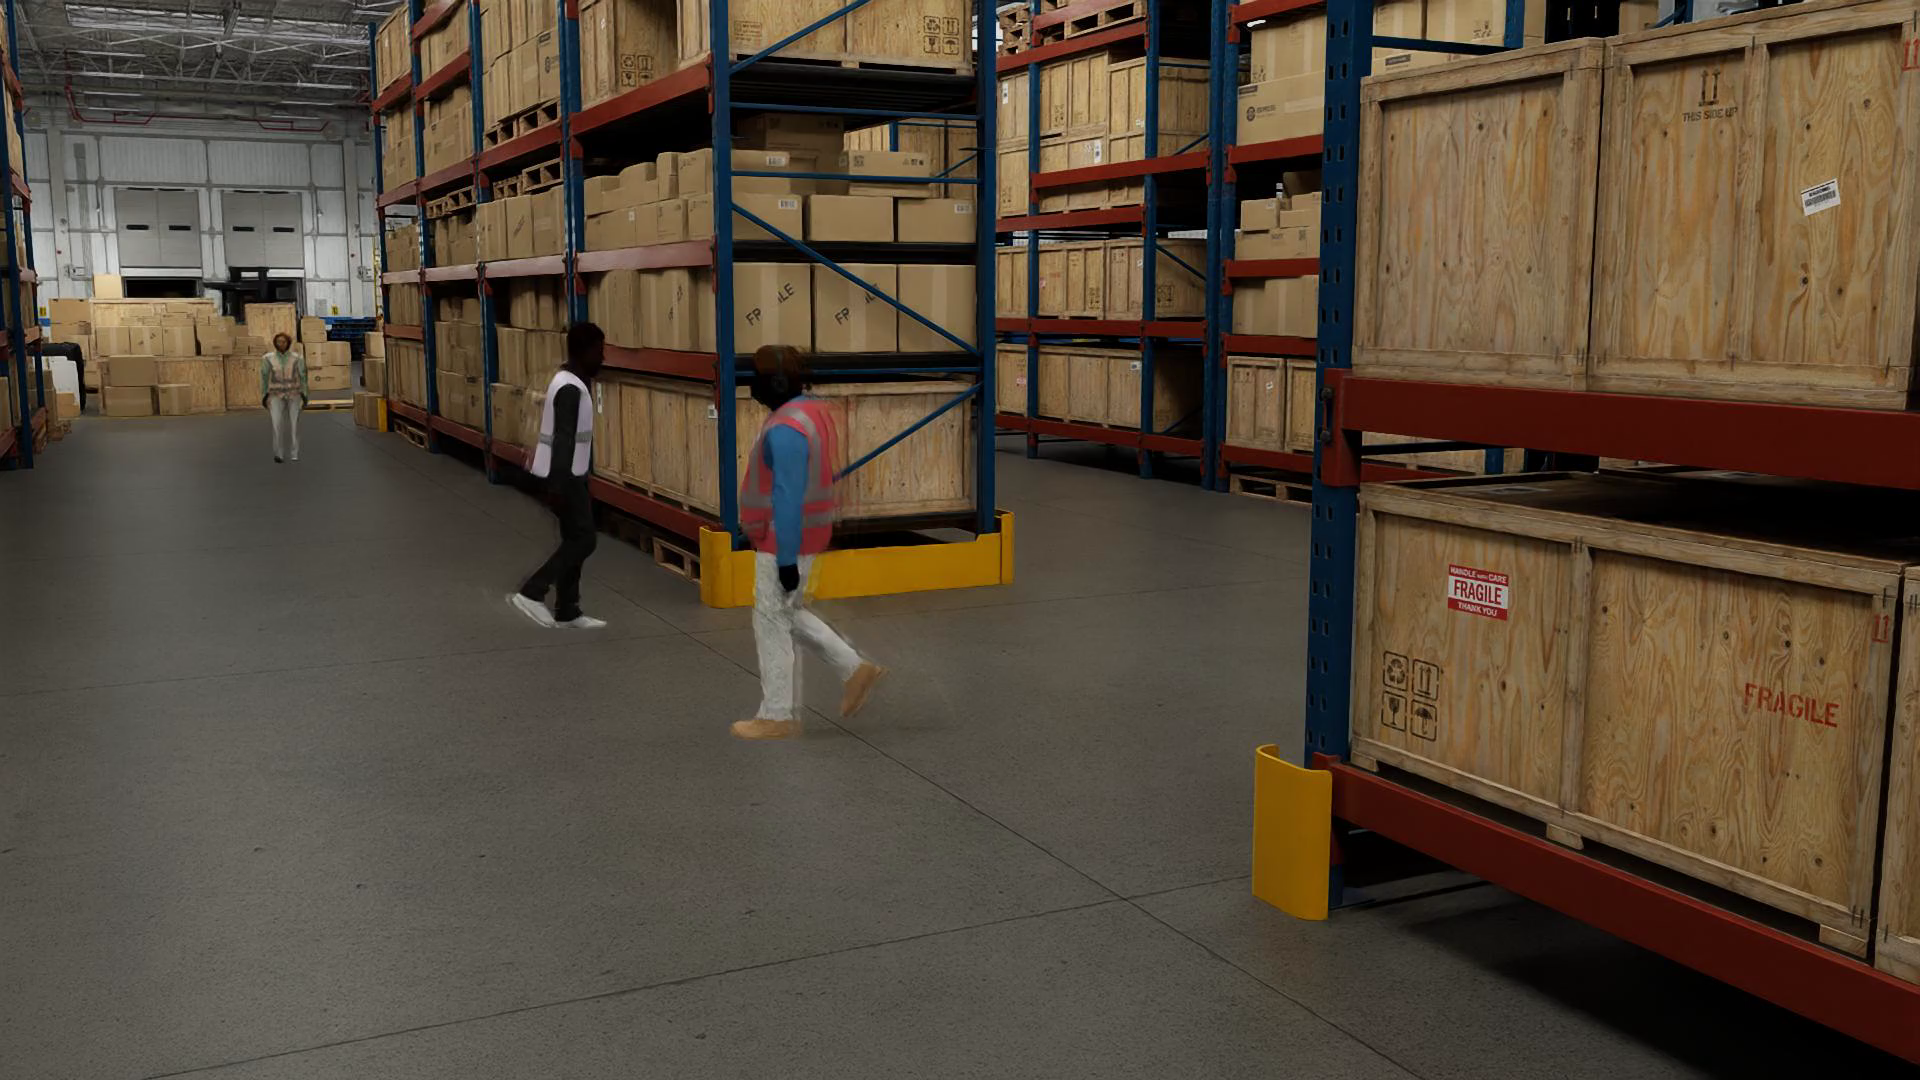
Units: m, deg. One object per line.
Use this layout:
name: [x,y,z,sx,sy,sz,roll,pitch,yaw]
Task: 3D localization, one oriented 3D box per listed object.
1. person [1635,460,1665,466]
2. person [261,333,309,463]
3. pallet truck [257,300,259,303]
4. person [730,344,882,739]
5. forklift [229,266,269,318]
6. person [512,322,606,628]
person: [5.243,-0.588,12.422,0.277,1.631,0.507,-4,9,-24]
person: [-8.316,-1.743,20.490,0.558,1.597,0.835,-3,9,-19]
pallet truck: [-23.913,-7.404,58.171,1.885,1.965,0.823,-1,8,-9]
person: [-0.729,0.013,7.620,0.594,1.824,0.638,1,8,4]
forklift: [-17.661,-5.425,41.501,1.129,2.768,1.873,2,9,14]
person: [-2.384,-0.372,10.081,0.497,1.892,0.598,-2,8,-12]
